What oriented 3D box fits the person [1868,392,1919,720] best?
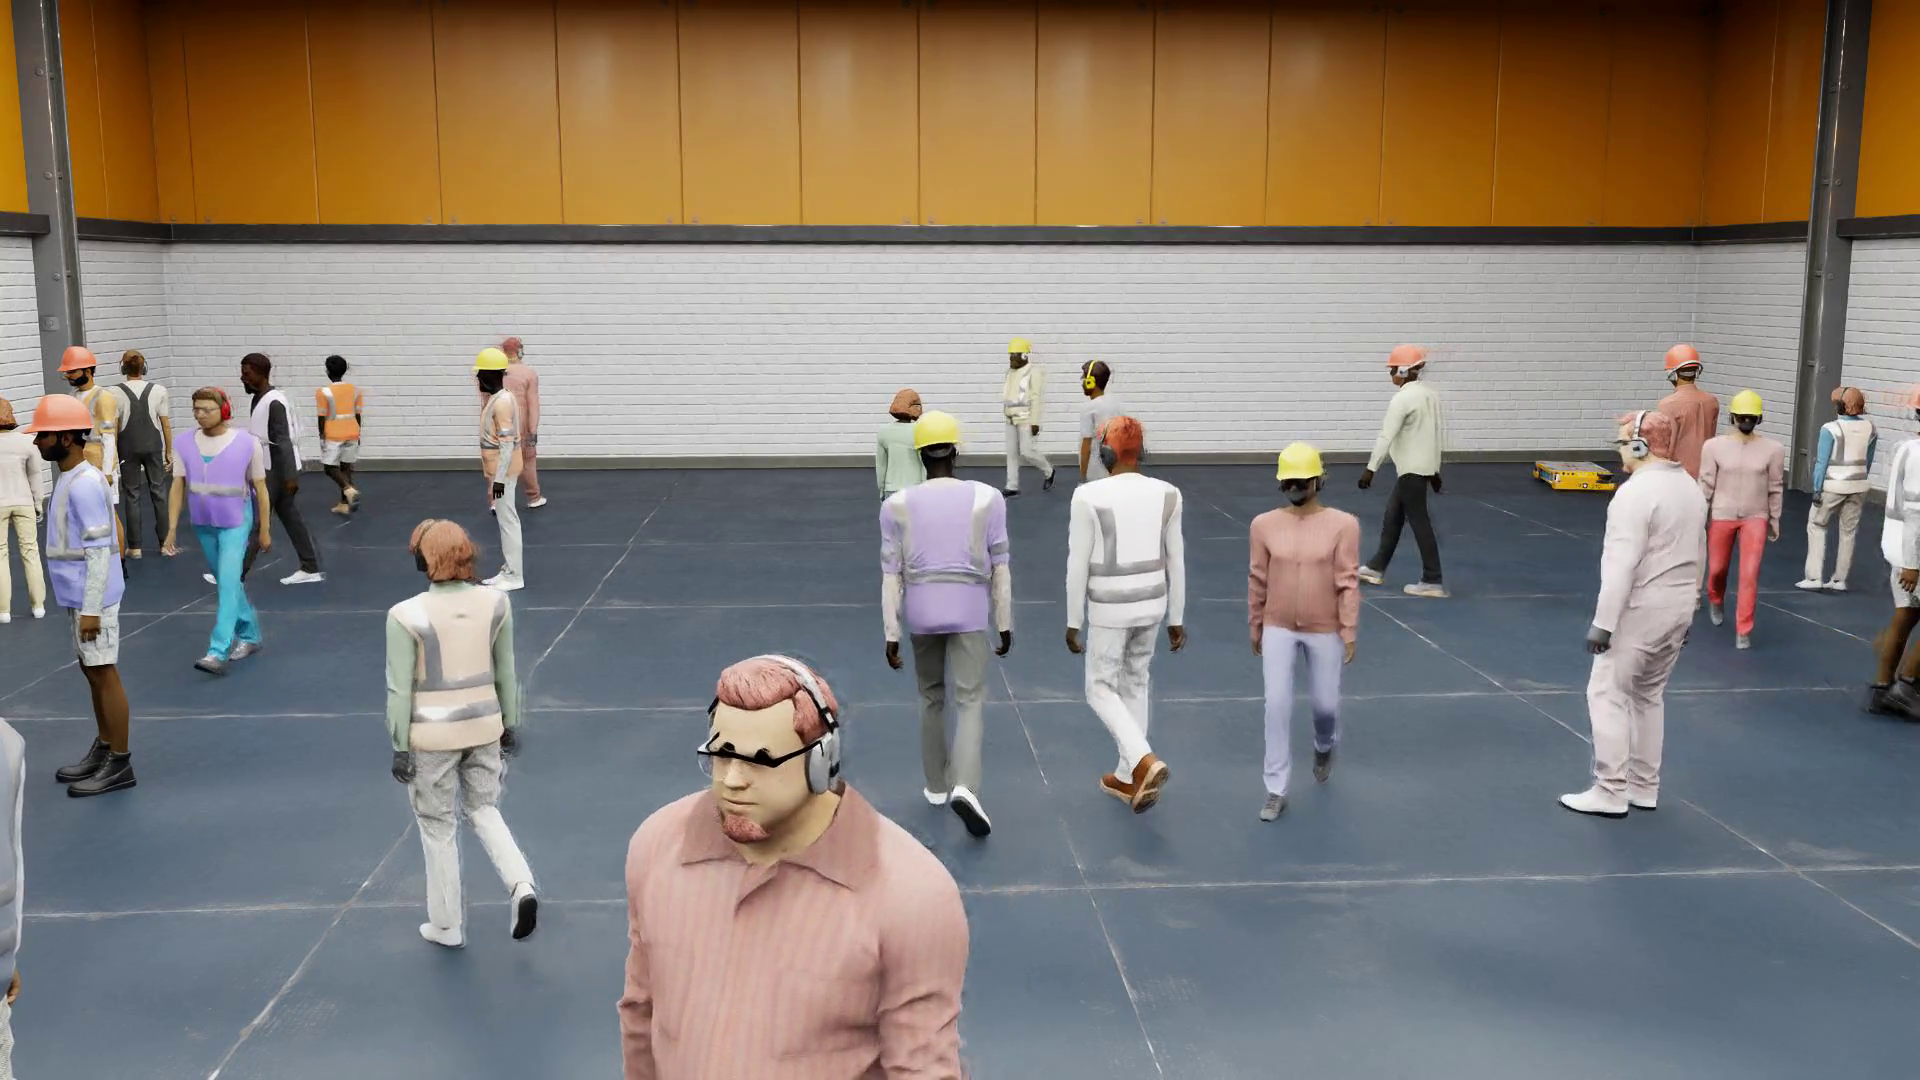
[{"bbox_3d":[5.389,0.074,9.264,0.512,1.918,0.568,4,10,24],"label":"person"}]

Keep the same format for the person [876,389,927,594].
[{"bbox_3d":[-0.416,-0.350,12.834,0.507,1.631,0.275,6,11,33],"label":"person"}]

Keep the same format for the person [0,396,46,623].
[{"bbox_3d":[-6.885,-0.220,12.010,0.281,1.634,0.498,9,13,44],"label":"person"}]

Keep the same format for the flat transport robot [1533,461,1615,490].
[{"bbox_3d":[7.285,-0.777,19.774,0.652,0.197,1.431,1,9,9],"label":"flat transport robot"}]

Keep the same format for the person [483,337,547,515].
[{"bbox_3d":[-4.716,-1.203,17.509,0.658,1.862,1.001,1,9,8],"label":"person"}]

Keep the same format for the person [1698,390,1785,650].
[{"bbox_3d":[5.320,-0.168,11.377,0.531,1.745,0.755,4,10,23],"label":"person"}]

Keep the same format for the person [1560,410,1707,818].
[{"bbox_3d":[3.124,0.351,7.645,0.694,1.887,0.451,-7,12,-38],"label":"person"}]

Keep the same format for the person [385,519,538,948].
[{"bbox_3d":[-1.825,0.731,6.090,0.481,1.622,0.518,8,12,42],"label":"person"}]

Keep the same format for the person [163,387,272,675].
[{"bbox_3d":[-4.702,-0.063,10.495,0.567,1.795,0.964,1,9,6],"label":"person"}]

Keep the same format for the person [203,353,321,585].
[{"bbox_3d":[-5.616,-0.542,13.260,0.963,1.869,0.626,-6,11,-34],"label":"person"}]

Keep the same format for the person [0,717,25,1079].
[{"bbox_3d":[-2.329,1.002,3.716,0.404,1.830,0.601,1,9,4],"label":"person"}]

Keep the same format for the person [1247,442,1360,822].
[{"bbox_3d":[1.610,0.397,7.804,0.529,1.742,0.706,3,10,18],"label":"person"}]

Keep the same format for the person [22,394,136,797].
[{"bbox_3d":[-4.235,0.265,8.012,0.376,1.939,0.547,-6,11,-33],"label":"person"}]

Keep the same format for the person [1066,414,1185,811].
[{"bbox_3d":[0.799,0.351,7.692,0.593,1.865,0.625,-4,10,-23],"label":"person"}]

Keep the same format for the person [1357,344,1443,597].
[{"bbox_3d":[3.444,-0.554,13.117,0.962,1.949,0.634,6,11,33],"label":"person"}]

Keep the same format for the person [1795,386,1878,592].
[{"bbox_3d":[6.919,-0.387,13.070,0.536,1.636,0.376,-2,9,-10],"label":"person"}]

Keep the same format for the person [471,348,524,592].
[{"bbox_3d":[-3.648,-0.551,13.166,0.371,1.928,0.584,-3,9,-17],"label":"person"}]

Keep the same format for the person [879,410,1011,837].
[{"bbox_3d":[-0.073,0.372,7.539,0.610,1.889,0.839,1,9,5],"label":"person"}]

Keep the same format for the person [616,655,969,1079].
[{"bbox_3d":[-0.352,1.130,2.771,0.686,1.875,0.852,3,10,21],"label":"person"}]

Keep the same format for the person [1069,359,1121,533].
[{"bbox_3d":[1.078,-0.453,12.797,0.501,1.849,0.521,6,11,34],"label":"person"}]

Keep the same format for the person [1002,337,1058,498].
[{"bbox_3d":[0.747,-1.373,18.692,0.639,1.818,0.595,-6,11,-35],"label":"person"}]

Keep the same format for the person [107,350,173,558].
[{"bbox_3d":[-7.262,-0.759,14.736,0.521,1.844,0.331,-6,11,-35],"label":"person"}]

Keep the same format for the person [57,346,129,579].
[{"bbox_3d":[-7.085,-0.609,13.548,0.538,1.929,0.383,6,11,32],"label":"person"}]

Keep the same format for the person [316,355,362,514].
[{"bbox_3d":[-6.377,-1.068,17.202,0.583,1.680,0.540,7,11,36],"label":"person"}]

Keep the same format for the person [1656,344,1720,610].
[{"bbox_3d":[5.328,-0.447,12.324,0.612,1.990,0.392,-5,10,-29],"label":"person"}]
